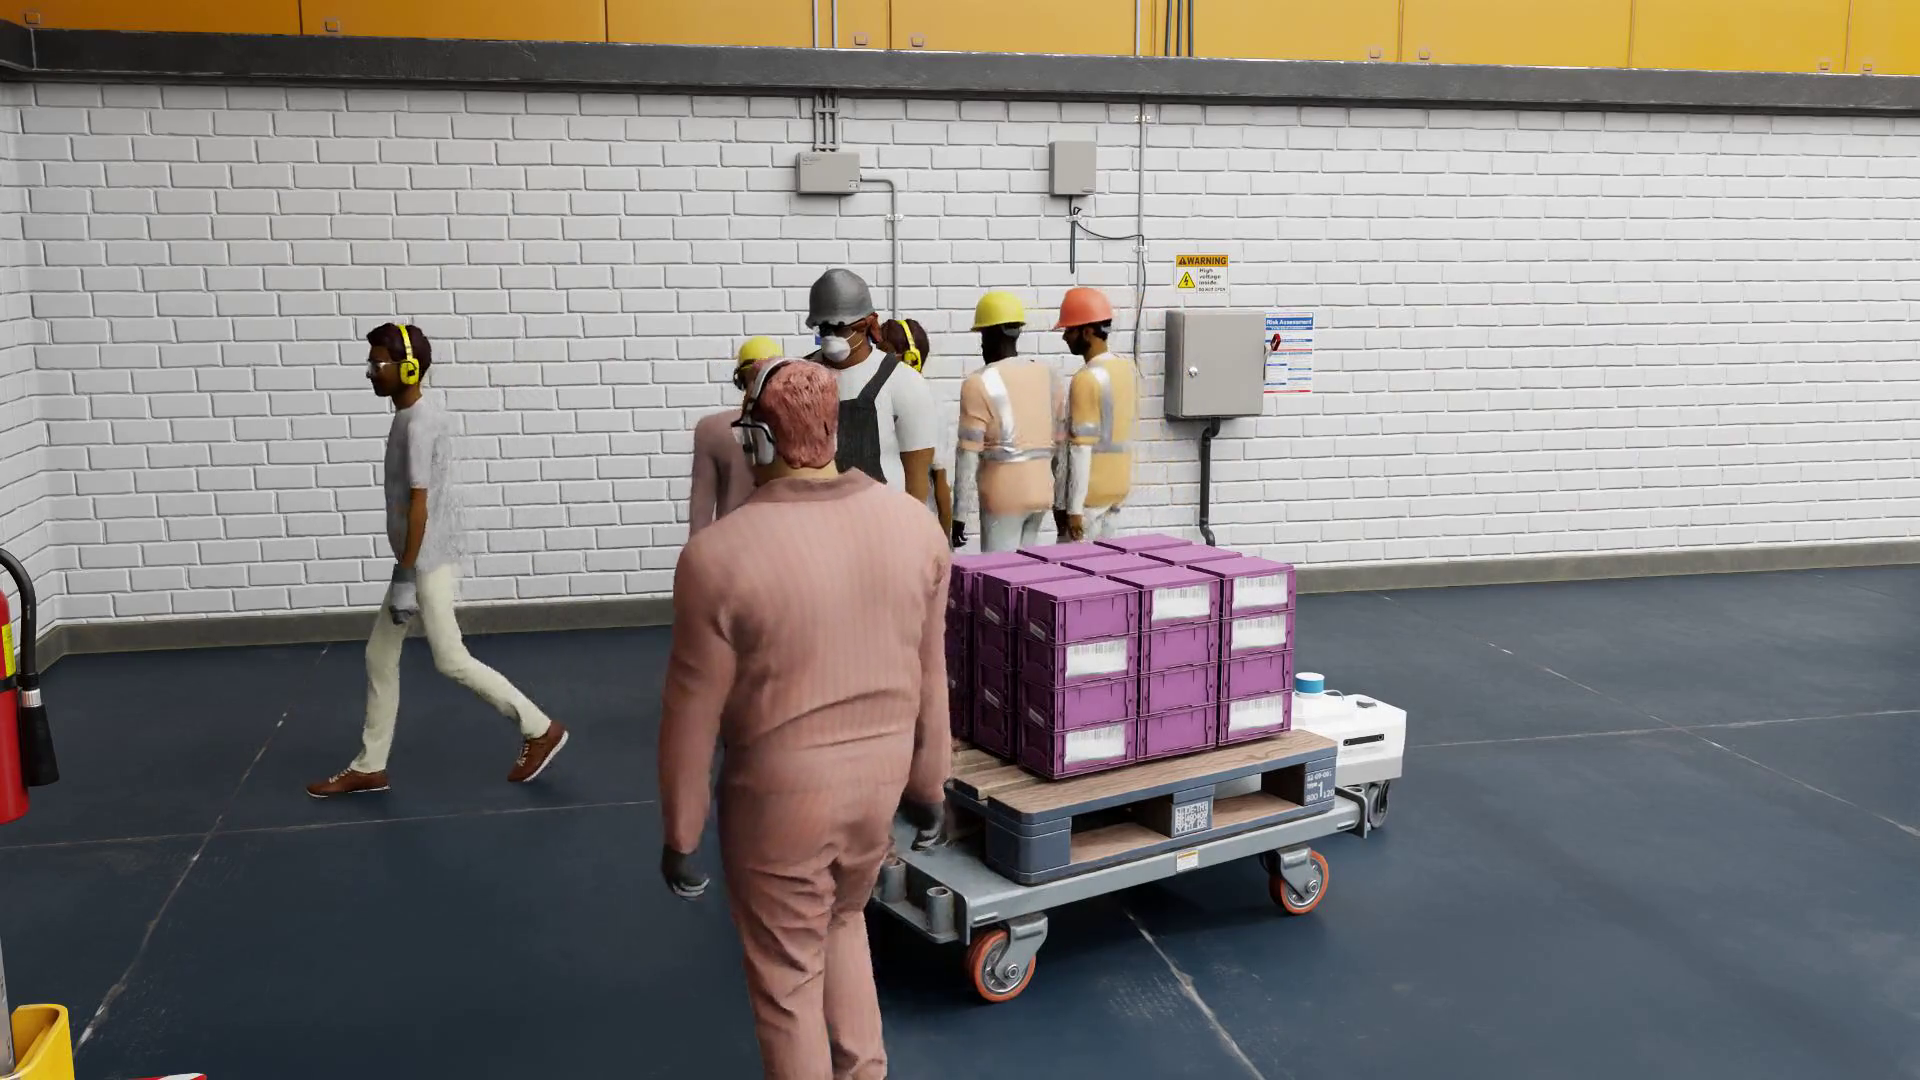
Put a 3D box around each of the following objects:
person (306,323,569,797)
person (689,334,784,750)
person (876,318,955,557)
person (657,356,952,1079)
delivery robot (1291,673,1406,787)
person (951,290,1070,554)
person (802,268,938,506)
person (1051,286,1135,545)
[{"bbox_3d":[-2.026,0.080,6.380,0.929,1.835,0.543,-4,11,-22],"label":"person"},{"bbox_3d":[-0.839,0.040,6.816,0.556,1.743,0.548,0,10,-2],"label":"person"},{"bbox_3d":[-0.172,-0.010,6.941,0.950,1.825,0.549,-3,11,-15],"label":"person"},{"bbox_3d":[-0.352,0.548,3.610,0.669,1.887,0.446,-8,13,-38],"label":"person"},{"bbox_3d":[1.268,0.727,6.059,0.707,0.478,0.477,-5,11,-24],"label":"delivery robot"},{"bbox_3d":[0.220,-0.189,7.655,0.463,1.905,0.629,10,14,44],"label":"person"},{"bbox_3d":[-0.460,-0.033,6.412,0.679,2.000,0.537,4,11,22],"label":"person"},{"bbox_3d":[0.692,-0.234,7.889,0.596,1.917,0.588,6,12,28],"label":"person"}]
